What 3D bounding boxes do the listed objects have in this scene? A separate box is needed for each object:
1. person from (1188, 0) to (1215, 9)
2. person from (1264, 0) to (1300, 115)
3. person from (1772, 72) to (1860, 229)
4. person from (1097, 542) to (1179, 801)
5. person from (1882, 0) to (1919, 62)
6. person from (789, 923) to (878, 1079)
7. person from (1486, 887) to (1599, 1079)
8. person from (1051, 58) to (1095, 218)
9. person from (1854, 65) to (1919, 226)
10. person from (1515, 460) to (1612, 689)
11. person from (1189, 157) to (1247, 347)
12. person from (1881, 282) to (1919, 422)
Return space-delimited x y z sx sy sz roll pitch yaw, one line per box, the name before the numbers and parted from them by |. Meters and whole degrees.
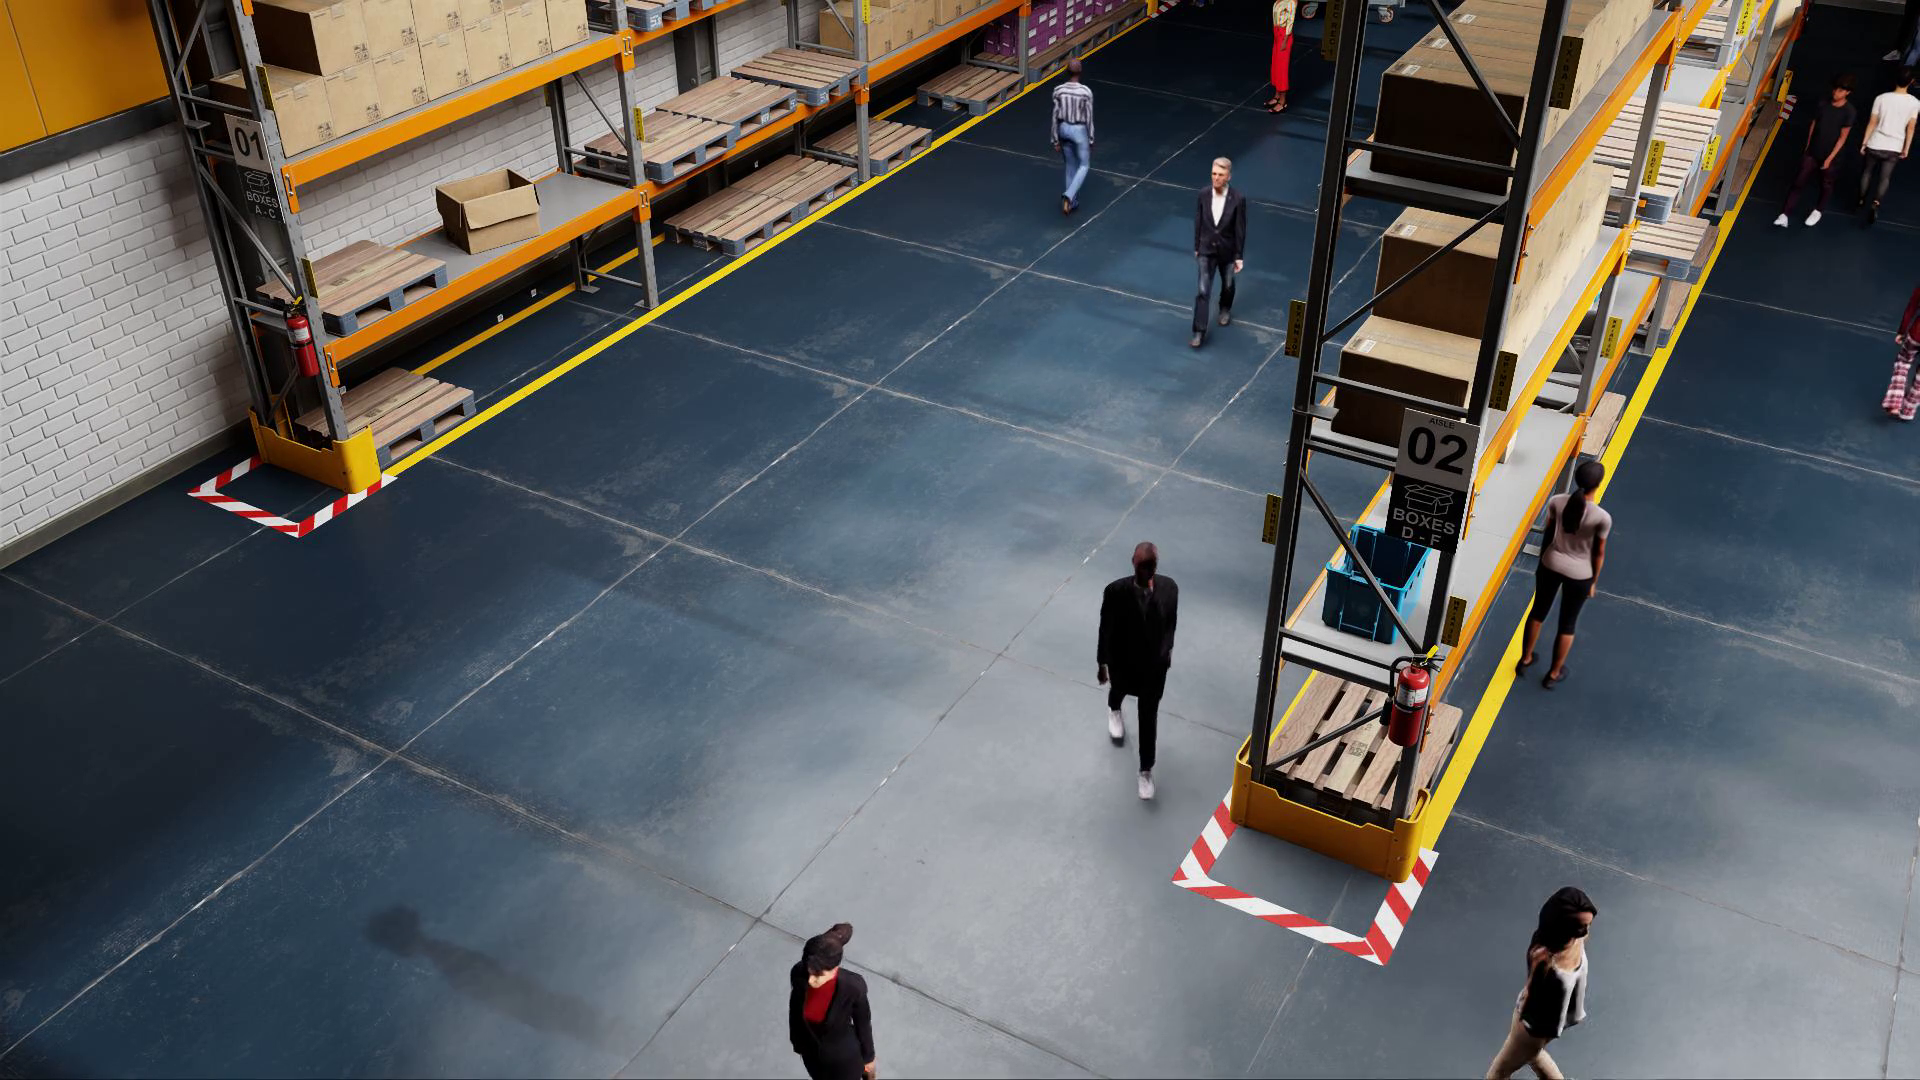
person | 3.783 -9.107 25.364 0.747 1.880 0.847 -17 37 -23
person | 4.145 -6.383 21.345 0.737 1.794 0.643 -3 34 -4
person | 9.509 -4.255 18.190 1.108 1.742 0.808 -27 42 -35
person | 1.124 0.710 10.745 1.078 1.716 1.267 -1 34 -2
person | 13.345 -7.561 22.996 0.698 1.928 0.751 -25 41 -32
person | -0.595 2.468 8.193 0.647 1.612 0.920 11 35 17
person | 2.988 2.419 8.233 0.765 1.650 0.781 7 34 11
person | 1.238 -4.383 18.352 0.697 1.776 0.946 13 36 19
person | 10.195 -4.332 18.351 0.674 1.692 1.049 15 37 22
person | 4.157 0.227 11.445 0.620 1.745 0.575 24 41 32
person | 2.530 -2.821 16.001 0.816 1.777 1.211 12 35 17
person | 8.445 -1.747 14.463 0.639 1.691 0.662 16 37 23
